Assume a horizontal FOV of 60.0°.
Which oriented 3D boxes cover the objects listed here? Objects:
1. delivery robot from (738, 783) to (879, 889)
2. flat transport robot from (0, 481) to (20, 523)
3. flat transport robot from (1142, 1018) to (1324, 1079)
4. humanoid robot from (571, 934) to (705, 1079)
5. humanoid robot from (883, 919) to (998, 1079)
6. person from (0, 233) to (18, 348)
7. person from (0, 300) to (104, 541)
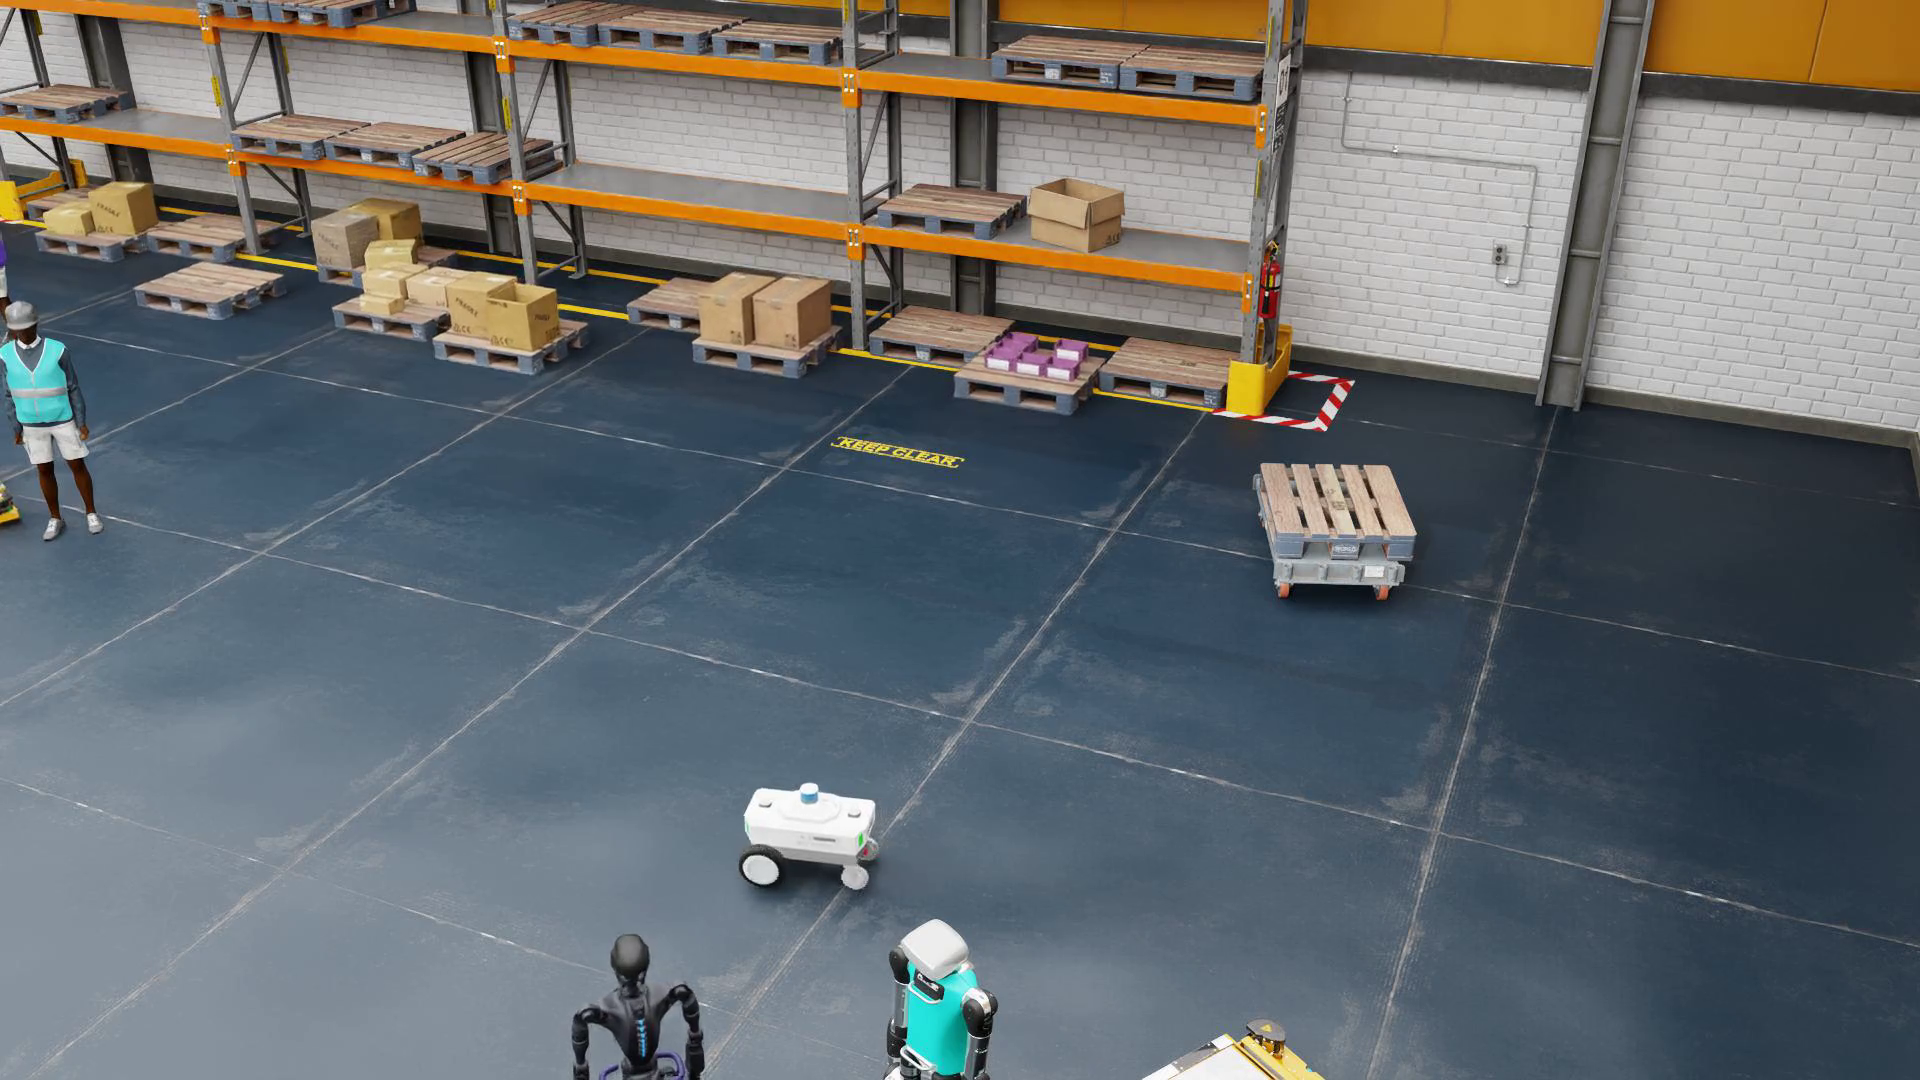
[{"bbox_3d":[-0.865,1.647,9.422,0.768,0.591,0.499,5,28,9],"label":"delivery robot"},{"bbox_3d":[-8.310,-0.396,13.699,0.659,0.231,1.431,-22,34,-35],"label":"flat transport robot"},{"bbox_3d":[1.102,2.725,7.647,1.431,0.231,0.659,-17,32,-30],"label":"flat transport robot"},{"bbox_3d":[-1.322,2.338,6.932,0.584,1.642,0.780,-11,29,-21],"label":"humanoid robot"},{"bbox_3d":[-0.242,2.344,6.640,0.735,1.677,0.533,-24,36,-38],"label":"humanoid robot"},{"bbox_3d":[-9.608,-2.754,16.421,0.361,1.964,0.612,-15,31,-26],"label":"person"},{"bbox_3d":[-7.096,-0.947,12.947,0.548,1.940,0.419,-9,29,-16],"label":"person"}]
